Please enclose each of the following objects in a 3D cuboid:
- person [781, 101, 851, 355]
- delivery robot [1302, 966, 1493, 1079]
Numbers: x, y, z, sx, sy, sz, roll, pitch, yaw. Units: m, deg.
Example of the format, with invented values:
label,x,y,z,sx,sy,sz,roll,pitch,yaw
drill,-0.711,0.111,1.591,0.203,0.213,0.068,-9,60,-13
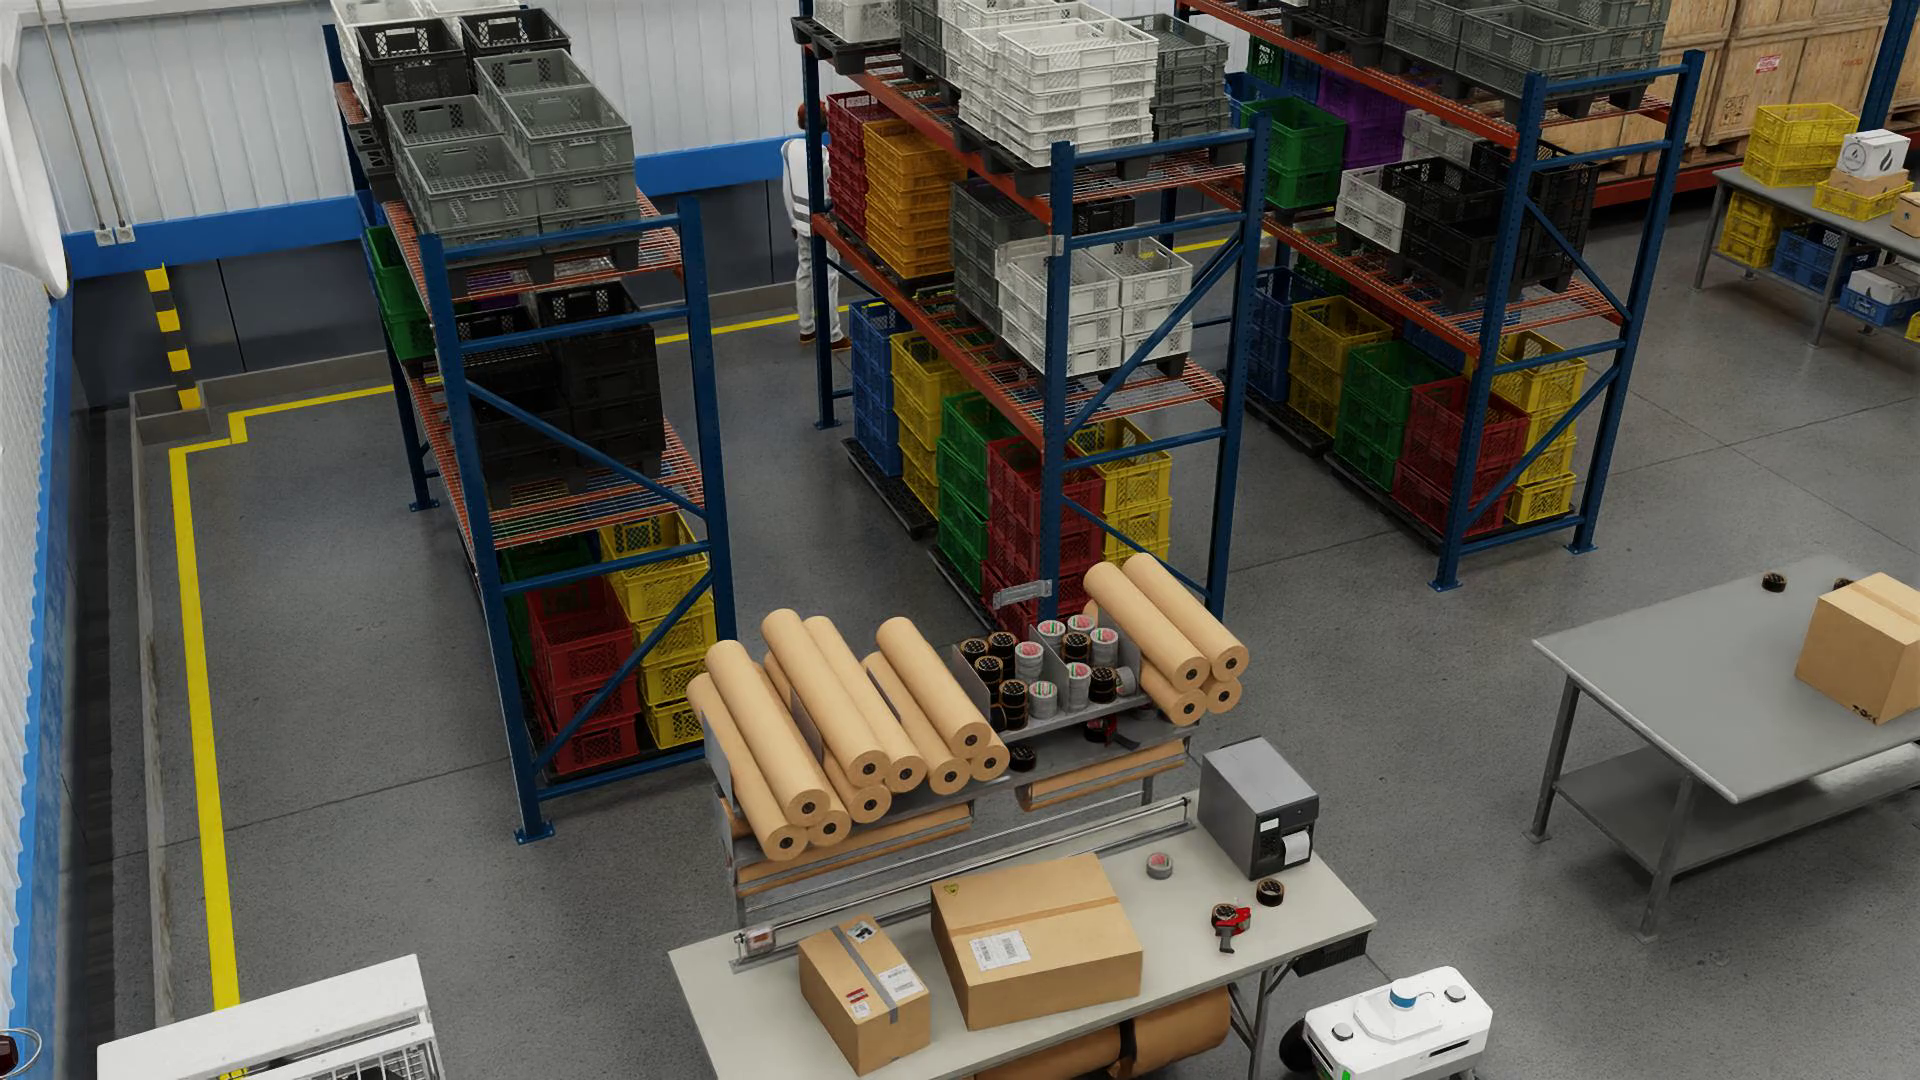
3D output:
label,x,y,z,sx,sy,sz,roll,pitch,yaw
person,-1.025,-2.274,12.109,0.584,1.884,0.347,25,39,34
delivery robot,1.701,1.916,6.478,0.707,0.478,0.477,-12,33,-19
